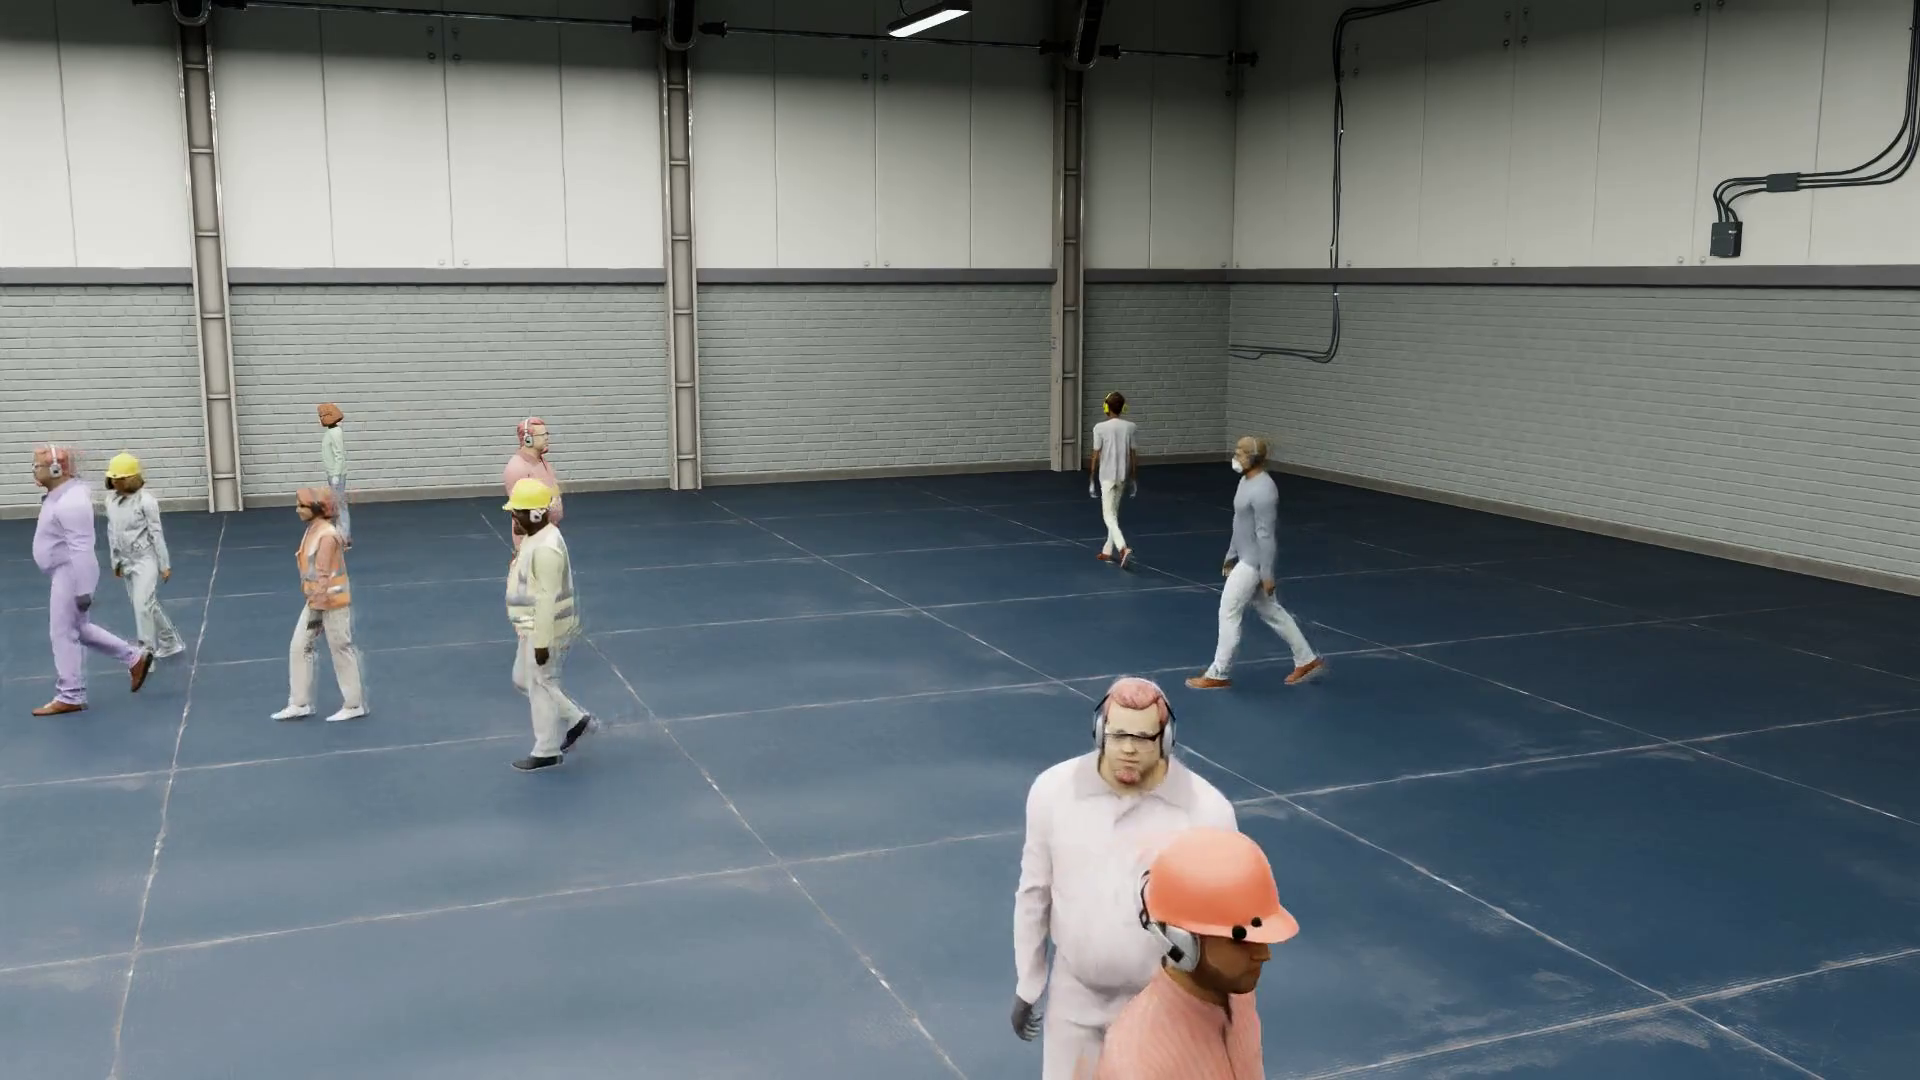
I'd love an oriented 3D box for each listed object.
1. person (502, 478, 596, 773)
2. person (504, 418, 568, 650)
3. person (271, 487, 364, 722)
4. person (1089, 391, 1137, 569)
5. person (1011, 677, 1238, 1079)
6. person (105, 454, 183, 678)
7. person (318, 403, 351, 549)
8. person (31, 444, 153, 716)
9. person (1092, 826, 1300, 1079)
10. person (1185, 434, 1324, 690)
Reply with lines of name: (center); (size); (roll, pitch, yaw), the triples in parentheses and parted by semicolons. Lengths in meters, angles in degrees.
person: (-2.534, 0.520, 10.139); (0.451, 1.816, 0.622); (-3, 10, -18)
person: (-3.355, -0.015, 13.217); (0.411, 1.913, 0.643); (0, 9, 3)
person: (-4.376, 0.457, 11.188); (0.681, 1.616, 0.519); (-7, 11, -37)
person: (1.616, -0.630, 17.305); (0.521, 1.847, 0.841); (-3, 10, -21)
person: (0.498, 1.309, 4.962); (0.654, 1.886, 0.723); (3, 10, 19)
person: (-6.262, 0.159, 12.793); (0.568, 1.705, 0.679); (4, 10, 25)
person: (-6.932, -0.705, 18.419); (0.279, 1.633, 0.498); (-5, 10, -28)
person: (-6.105, 0.257, 11.580); (0.706, 1.886, 0.652); (-5, 10, -28)
person: (0.377, 1.516, 3.435); (0.749, 1.973, 0.623); (5, 10, 30)
person: (2.205, 0.167, 12.148); (1.000, 1.901, 0.641); (1, 9, 4)
